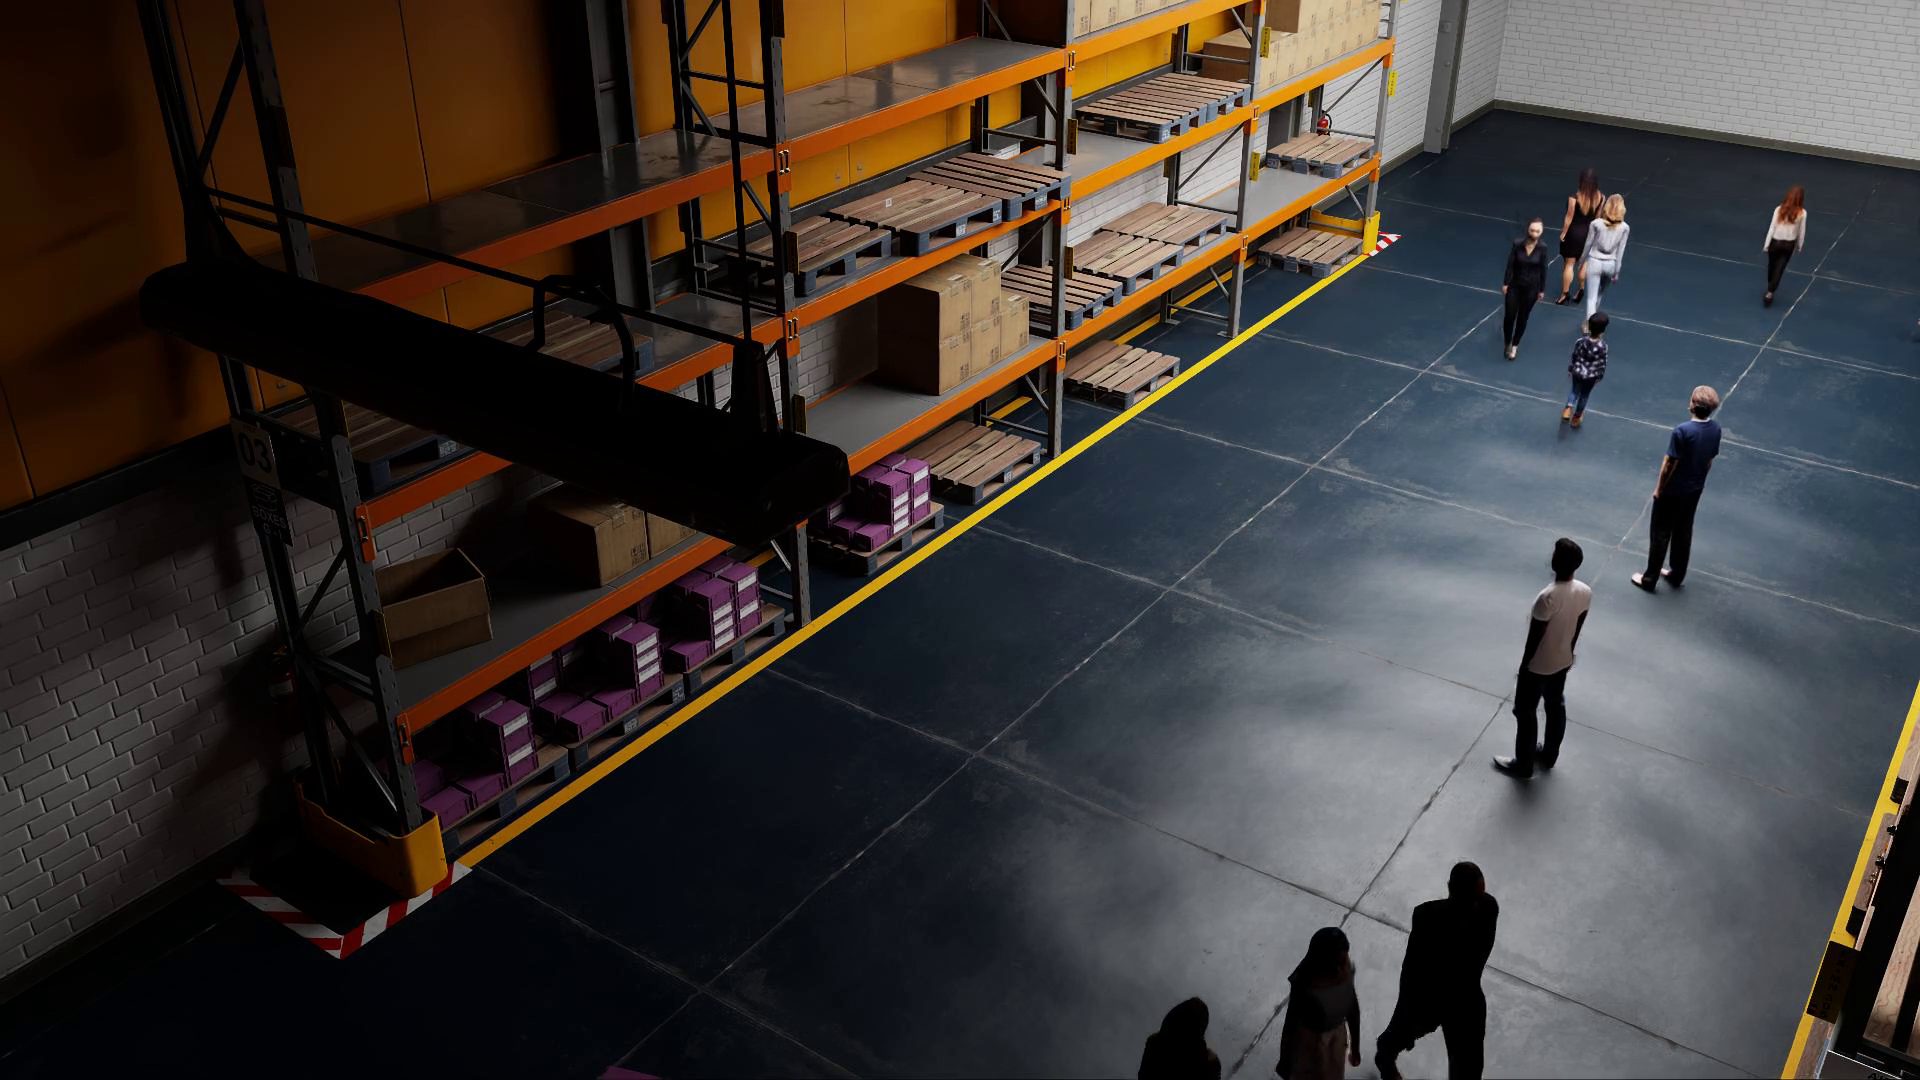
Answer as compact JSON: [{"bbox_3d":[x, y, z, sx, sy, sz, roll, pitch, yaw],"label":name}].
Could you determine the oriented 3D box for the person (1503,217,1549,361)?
[{"bbox_3d":[6.369,-2.843,18.837,0.690,1.698,0.716,9,30,15],"label":"person"}]

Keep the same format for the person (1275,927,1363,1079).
[{"bbox_3d":[1.785,2.643,8.714,0.798,1.760,0.827,-19,34,-31],"label":"person"}]

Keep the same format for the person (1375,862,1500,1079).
[{"bbox_3d":[2.548,2.426,9.012,1.291,1.856,1.304,-7,29,-12],"label":"person"}]

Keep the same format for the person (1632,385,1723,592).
[{"bbox_3d":[6.194,-0.434,14.245,0.699,1.866,0.797,-9,30,-16],"label":"person"}]

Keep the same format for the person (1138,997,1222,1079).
[{"bbox_3d":[1.079,2.946,8.468,0.631,1.463,0.708,13,31,23],"label":"person"}]

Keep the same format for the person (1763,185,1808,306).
[{"bbox_3d":[10.129,-3.599,20.488,0.638,1.443,0.985,15,32,25],"label":"person"}]

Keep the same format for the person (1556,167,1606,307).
[{"bbox_3d":[7.608,-3.725,20.433,0.750,1.716,0.825,-7,29,-13],"label":"person"}]

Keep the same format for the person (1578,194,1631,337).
[{"bbox_3d":[7.391,-3.066,19.188,0.926,1.752,1.275,7,29,12],"label":"person"}]

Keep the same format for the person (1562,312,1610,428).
[{"bbox_3d":[6.503,-1.744,17.299,0.498,1.241,0.545,16,32,26],"label":"person"}]

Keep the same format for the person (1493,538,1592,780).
[{"bbox_3d":[4.212,0.850,11.901,0.654,1.855,0.807,-16,33,-27],"label":"person"}]
